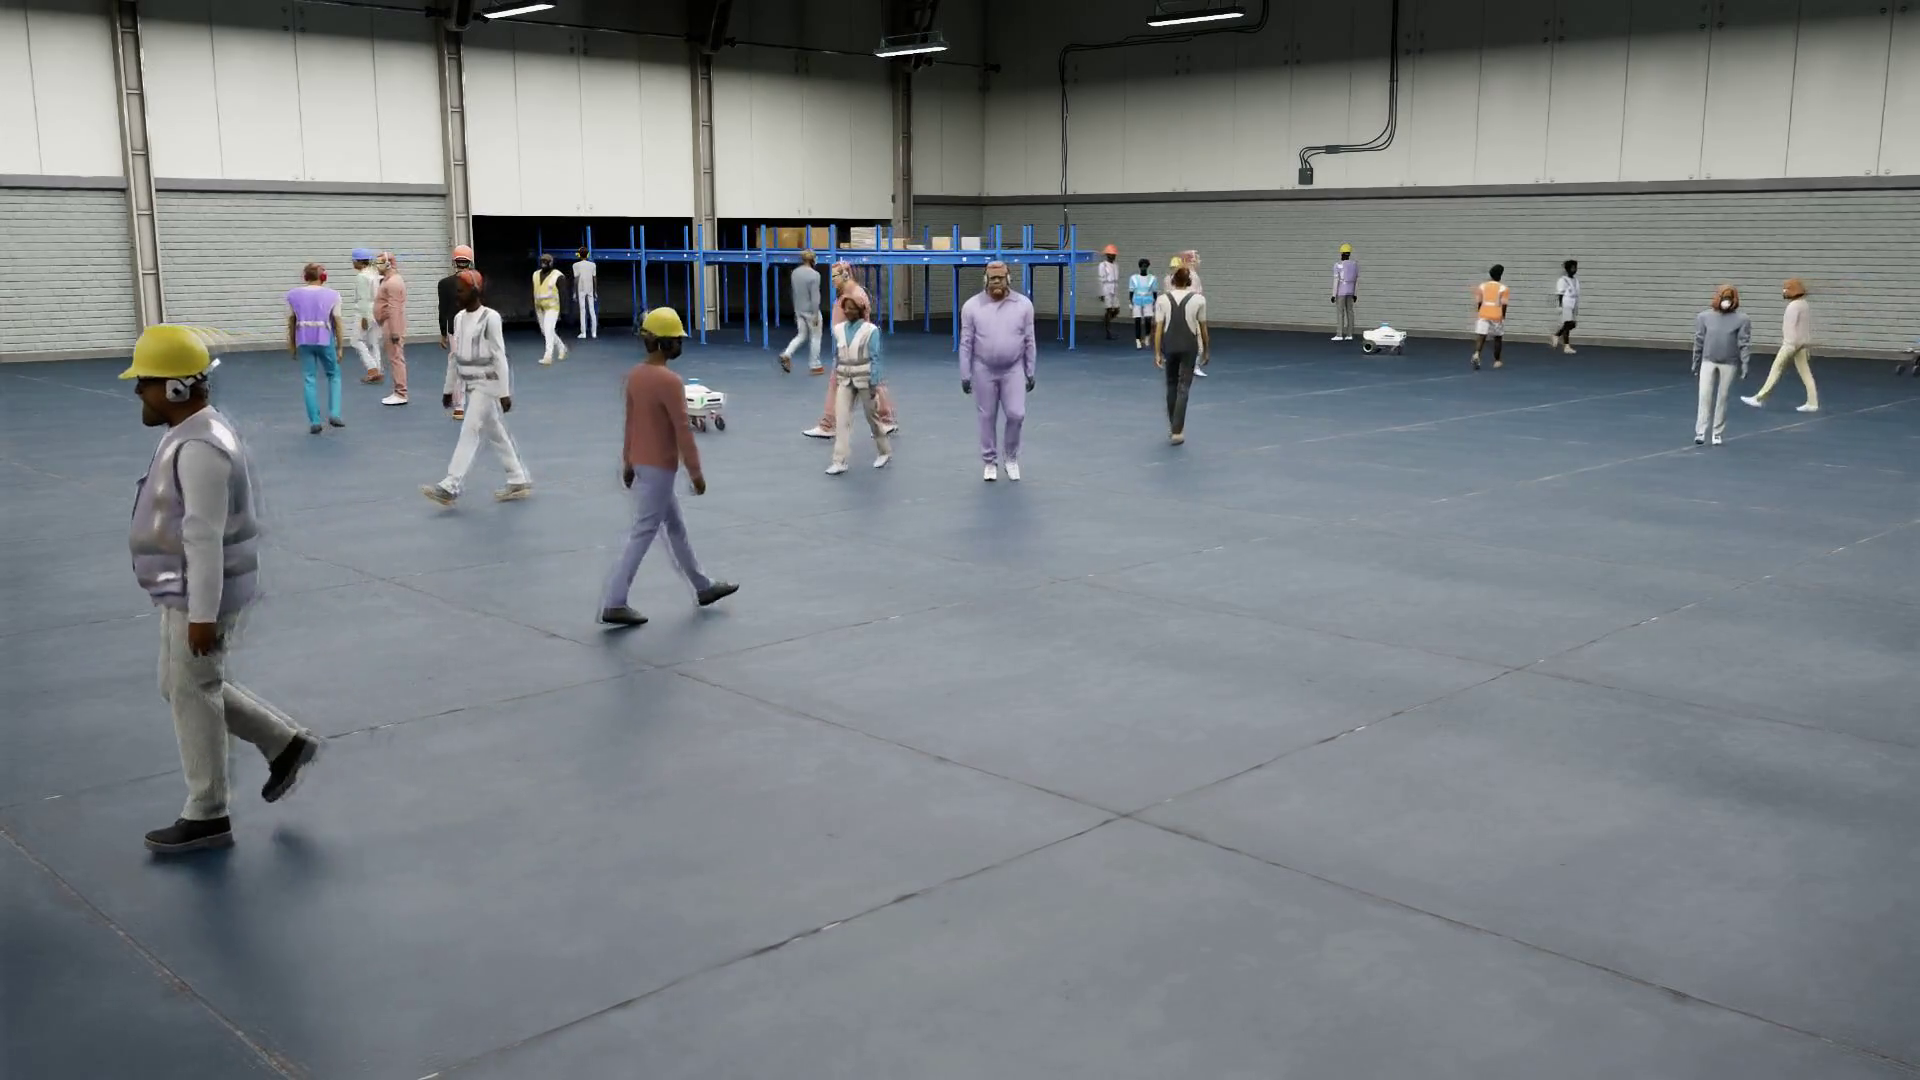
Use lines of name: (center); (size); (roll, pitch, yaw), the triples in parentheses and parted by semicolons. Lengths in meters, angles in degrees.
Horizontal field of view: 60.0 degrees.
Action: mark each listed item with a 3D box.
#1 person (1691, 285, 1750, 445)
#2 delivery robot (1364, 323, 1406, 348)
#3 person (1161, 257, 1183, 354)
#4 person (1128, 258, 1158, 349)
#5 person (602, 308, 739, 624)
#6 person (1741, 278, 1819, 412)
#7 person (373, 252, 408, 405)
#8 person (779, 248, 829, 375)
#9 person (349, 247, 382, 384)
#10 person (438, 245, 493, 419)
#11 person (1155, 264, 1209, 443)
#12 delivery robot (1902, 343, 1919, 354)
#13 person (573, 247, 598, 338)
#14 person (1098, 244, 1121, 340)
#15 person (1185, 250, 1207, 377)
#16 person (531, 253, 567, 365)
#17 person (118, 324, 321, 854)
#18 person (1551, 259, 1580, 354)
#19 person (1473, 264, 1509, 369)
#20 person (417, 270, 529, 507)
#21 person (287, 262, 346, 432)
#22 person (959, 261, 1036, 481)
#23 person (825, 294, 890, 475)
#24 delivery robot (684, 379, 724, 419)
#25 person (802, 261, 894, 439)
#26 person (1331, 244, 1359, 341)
person: (7.626, -1.742, 16.684); (0.526, 1.601, 0.688); (5, 11, 24)
delivery robot: (7.604, -3.633, 29.754); (0.707, 0.478, 0.477); (5, 12, 27)
person: (3.834, -4.143, 29.478); (0.545, 1.711, 0.898); (6, 12, 29)
person: (3.399, -4.397, 30.968); (0.547, 1.681, 0.370); (1, 10, 7)
person: (-1.630, -0.414, 9.176); (0.925, 1.716, 0.545); (-7, 13, -35)
person: (10.024, -2.361, 20.144); (0.865, 1.588, 0.517); (9, 14, 41)
person: (-7.163, -2.661, 20.925); (0.406, 1.902, 0.651); (-4, 11, -19)
person: (-2.360, -3.453, 25.208); (0.768, 1.916, 0.636); (-10, 14, -43)
person: (-8.491, -3.202, 23.775); (0.445, 1.931, 0.635); (-1, 10, -3)
person: (-5.711, -2.406, 19.273); (0.622, 1.994, 0.381); (-4, 11, -19)
person: (2.303, -1.934, 17.214); (0.510, 1.800, 0.931); (3, 11, 18)
delivery robot: (14.738, -2.970, 25.428); (0.698, 0.223, 0.335); (-5, 12, -25)
person: (-7.759, -5.121, 34.418); (0.517, 1.871, 0.328); (-6, 12, -28)
person: (3.032, -5.077, 34.035); (0.551, 1.922, 0.515); (-8, 13, -39)
person: (3.463, -3.348, 24.721); (0.600, 1.885, 0.661); (-2, 11, -12)
person: (-6.803, -3.858, 27.678); (0.617, 1.819, 0.824); (5, 12, 26)
person: (-2.591, 0.162, 5.765); (0.513, 1.818, 0.597); (-5, 12, -28)
person: (10.909, -4.207, 29.960); (0.540, 1.681, 0.583); (-6, 12, -30)
person: (8.387, -3.529, 26.305); (0.524, 1.661, 0.811); (7, 13, 34)
person: (-3.861, -1.195, 13.106); (0.998, 1.827, 0.604); (-10, 14, -42)
person: (-6.979, -2.097, 18.070); (0.592, 1.824, 0.613); (-2, 11, -9)
person: (0.323, -1.439, 14.294); (0.672, 1.886, 0.576); (0, 10, -2)
person: (-0.895, -1.416, 14.973); (0.530, 1.594, 0.861); (6, 12, 29)
delivery robot: (-2.926, -1.534, 18.305); (0.707, 0.478, 0.477); (10, 14, 43)
person: (-1.129, -1.978, 17.386); (1.021, 1.846, 0.664); (-6, 12, -28)
person: (7.732, -4.974, 33.457); (0.594, 1.925, 0.369); (-4, 11, -21)
